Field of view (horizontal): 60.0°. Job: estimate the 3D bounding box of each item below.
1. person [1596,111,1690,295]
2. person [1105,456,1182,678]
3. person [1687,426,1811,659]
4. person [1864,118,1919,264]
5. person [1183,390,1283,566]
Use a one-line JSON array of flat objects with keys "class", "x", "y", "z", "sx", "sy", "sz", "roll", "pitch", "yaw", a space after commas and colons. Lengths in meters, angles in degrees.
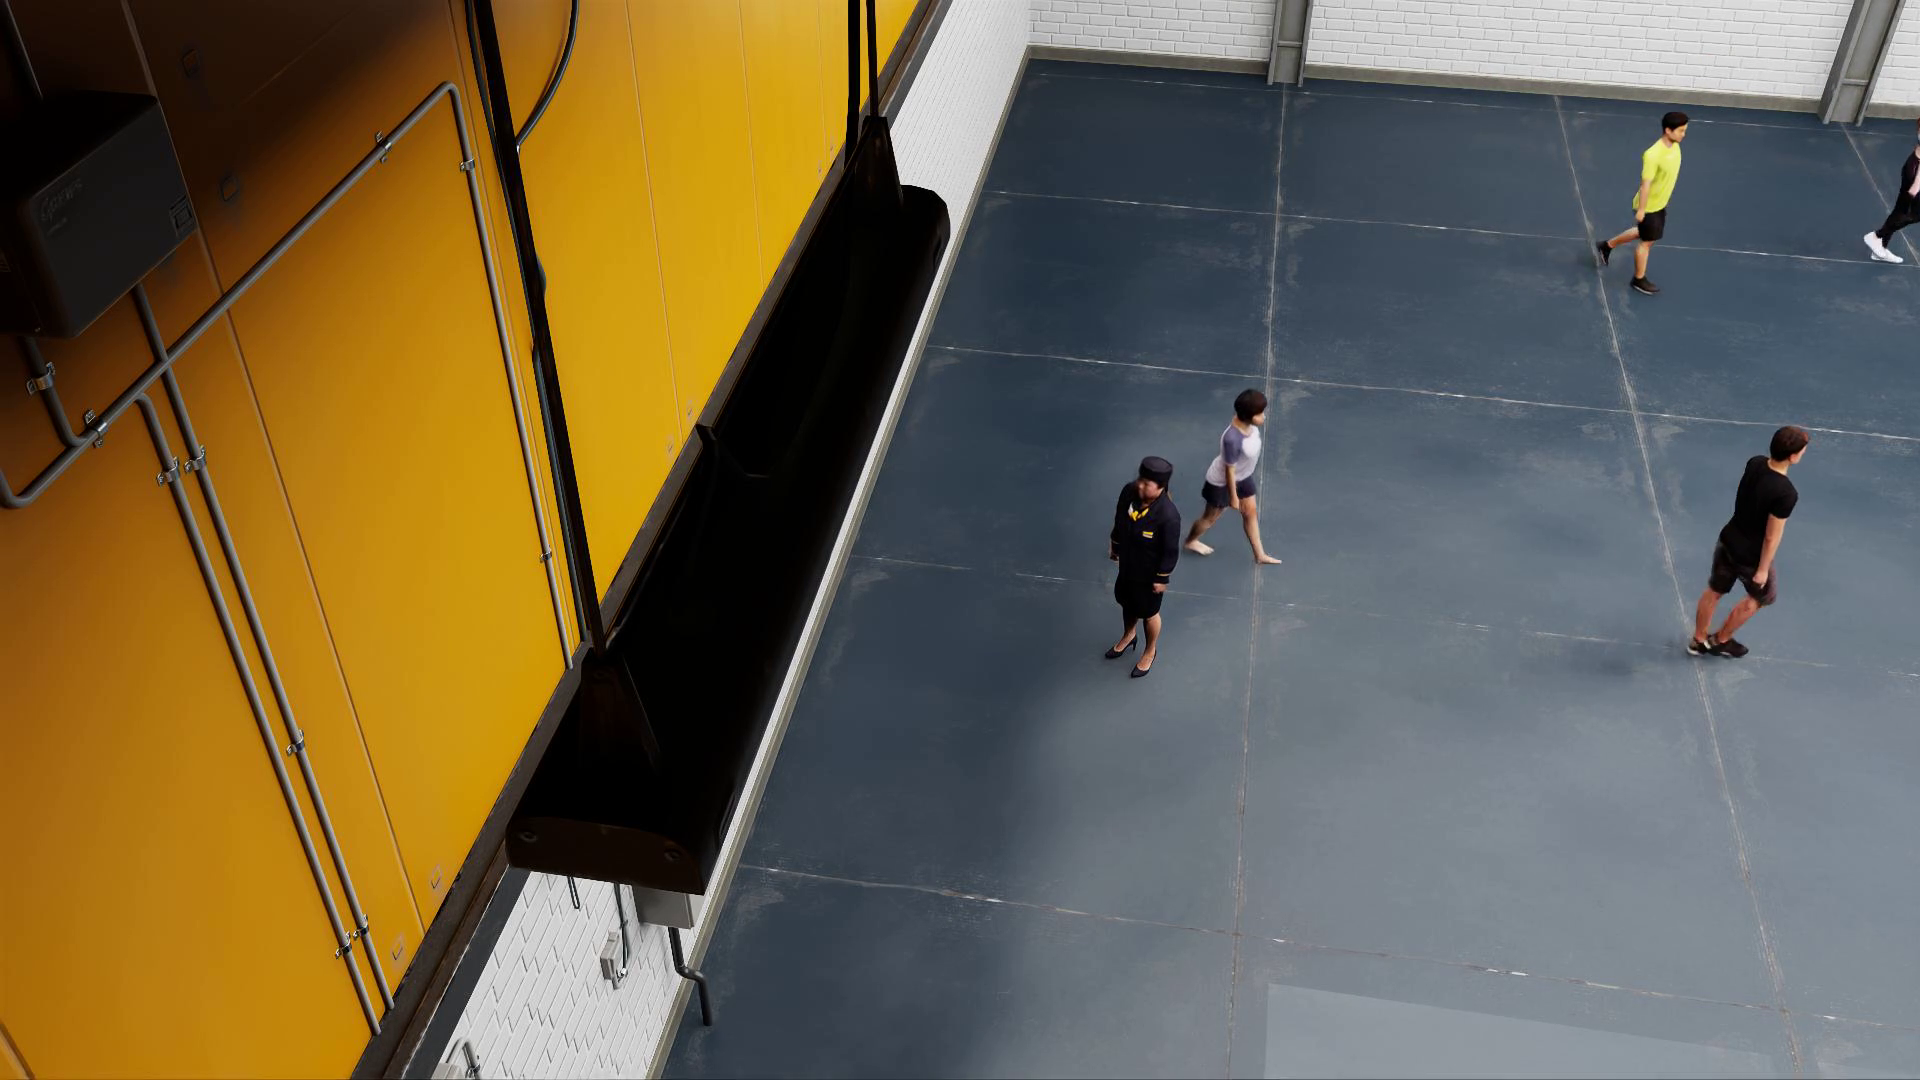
[{"class": "person", "x": 6.147, "y": -3.067, "z": 14.920, "sx": 1.045, "sy": 1.693, "sz": 0.892, "roll": 27, "pitch": 46, "yaw": 30}, {"class": "person", "x": 1.204, "y": 0.168, "z": 10.883, "sx": 0.859, "sy": 1.675, "sz": 0.787, "roll": -26, "pitch": 46, "yaw": -29}, {"class": "person", "x": 5.078, "y": 0.046, "z": 10.894, "sx": 0.765, "sy": 1.853, "sz": 0.794, "roll": -7, "pitch": 39, "yaw": -8}, {"class": "person", "x": 8.660, "y": -3.350, "z": 15.239, "sx": 0.709, "sy": 1.737, "sz": 0.678, "roll": 16, "pitch": 41, "yaw": 19}, {"class": "person", "x": 1.848, "y": -0.445, "z": 11.776, "sx": 1.059, "sy": 1.520, "sz": 0.828, "roll": 17, "pitch": 42, "yaw": 21}]
